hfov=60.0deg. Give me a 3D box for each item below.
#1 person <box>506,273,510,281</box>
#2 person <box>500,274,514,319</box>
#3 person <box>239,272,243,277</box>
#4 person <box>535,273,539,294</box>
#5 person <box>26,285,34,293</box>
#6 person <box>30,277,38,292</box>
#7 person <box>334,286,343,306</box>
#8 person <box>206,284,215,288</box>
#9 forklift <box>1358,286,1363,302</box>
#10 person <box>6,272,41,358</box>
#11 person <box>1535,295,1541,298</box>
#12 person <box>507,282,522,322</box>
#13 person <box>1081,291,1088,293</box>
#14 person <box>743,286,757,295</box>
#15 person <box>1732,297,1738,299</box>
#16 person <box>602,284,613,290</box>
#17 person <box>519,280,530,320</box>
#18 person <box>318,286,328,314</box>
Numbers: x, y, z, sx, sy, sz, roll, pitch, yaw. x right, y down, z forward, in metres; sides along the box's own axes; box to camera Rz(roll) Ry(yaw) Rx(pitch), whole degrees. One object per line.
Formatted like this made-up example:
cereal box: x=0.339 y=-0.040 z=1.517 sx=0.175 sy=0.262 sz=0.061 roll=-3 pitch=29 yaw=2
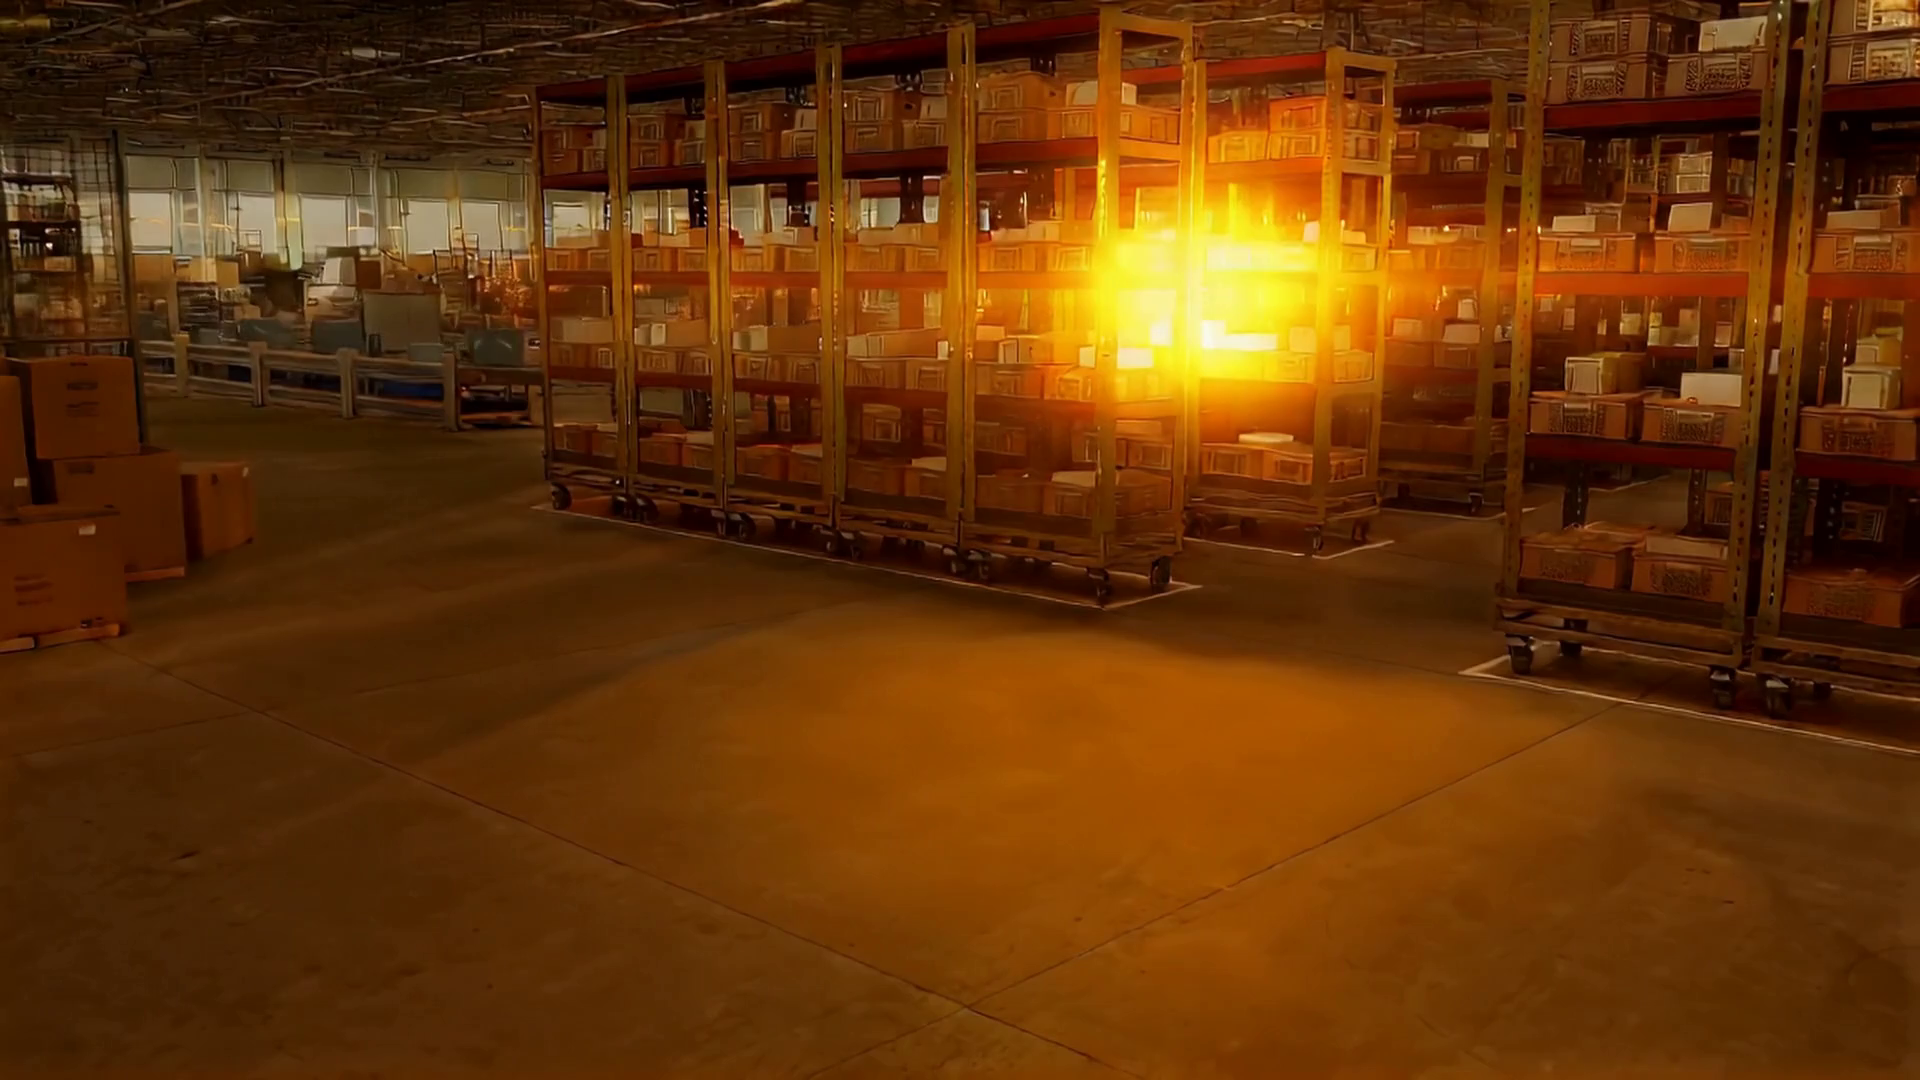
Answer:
person: x=-23.286 y=-12.821 z=85.595 sx=0.914 sy=1.886 sz=0.597 roll=-3 pitch=10 yaw=-17
person: x=-16.007 y=-8.448 z=58.767 sx=0.951 sy=1.903 sz=0.554 roll=-9 pitch=13 yaw=-43
person: x=-37.168 y=-12.946 z=86.202 sx=0.547 sy=1.937 sz=0.379 roll=9 pitch=13 yaw=43
person: x=-14.964 y=-8.593 z=59.470 sx=0.470 sy=1.946 sz=0.623 roll=-6 pitch=11 yaw=-35
person: x=-29.797 y=-7.538 z=53.094 sx=0.385 sy=1.930 sz=0.539 roll=9 pitch=13 yaw=43
person: x=-29.984 y=-7.623 z=53.828 sx=0.513 sy=1.858 sz=0.356 roll=3 pitch=10 yaw=20
person: x=-22.301 y=-8.591 z=59.768 sx=0.387 sy=1.847 sz=0.541 roll=-4 pitch=10 yaw=-25
person: x=-36.820 y=-12.128 z=81.607 sx=0.910 sy=1.810 sz=0.629 roll=-2 pitch=9 yaw=-12
forklift: x=11.100 y=-7.017 z=46.970 sx=1.873 sy=2.768 sz=1.129 roll=9 pitch=13 yaw=43
person: x=-14.520 y=-3.119 z=25.686 sx=0.719 sy=2.020 sz=0.647 roll=0 pitch=9 yaw=2
person: x=15.343 y=-6.150 z=44.906 sx=0.592 sy=1.826 sz=0.404 roll=0 pitch=9 yaw=-3
person: x=-15.439 y=-8.118 z=57.572 sx=0.547 sy=1.610 sz=0.409 roll=-4 pitch=10 yaw=-24
person: x=3.886 y=-7.336 z=52.362 sx=0.540 sy=1.751 sz=0.531 roll=-8 pitch=13 yaw=-42
person: x=-8.446 y=-9.974 z=67.664 sx=0.676 sy=2.000 sz=0.536 roll=2 pitch=10 yaw=13
person: x=19.880 y=-5.753 z=42.941 sx=0.820 sy=1.655 sz=0.550 roll=3 pitch=10 yaw=17
person: x=-16.308 y=-11.408 z=77.001 sx=0.588 sy=1.867 sz=0.501 roll=-3 pitch=10 yaw=-19
person: x=-15.281 y=-8.269 z=58.262 sx=0.531 sy=1.698 sz=0.320 roll=1 pitch=9 yaw=4
person: x=-23.073 y=-8.606 z=60.165 sx=0.557 sy=1.746 sz=0.552 roll=0 pitch=9 yaw=2
